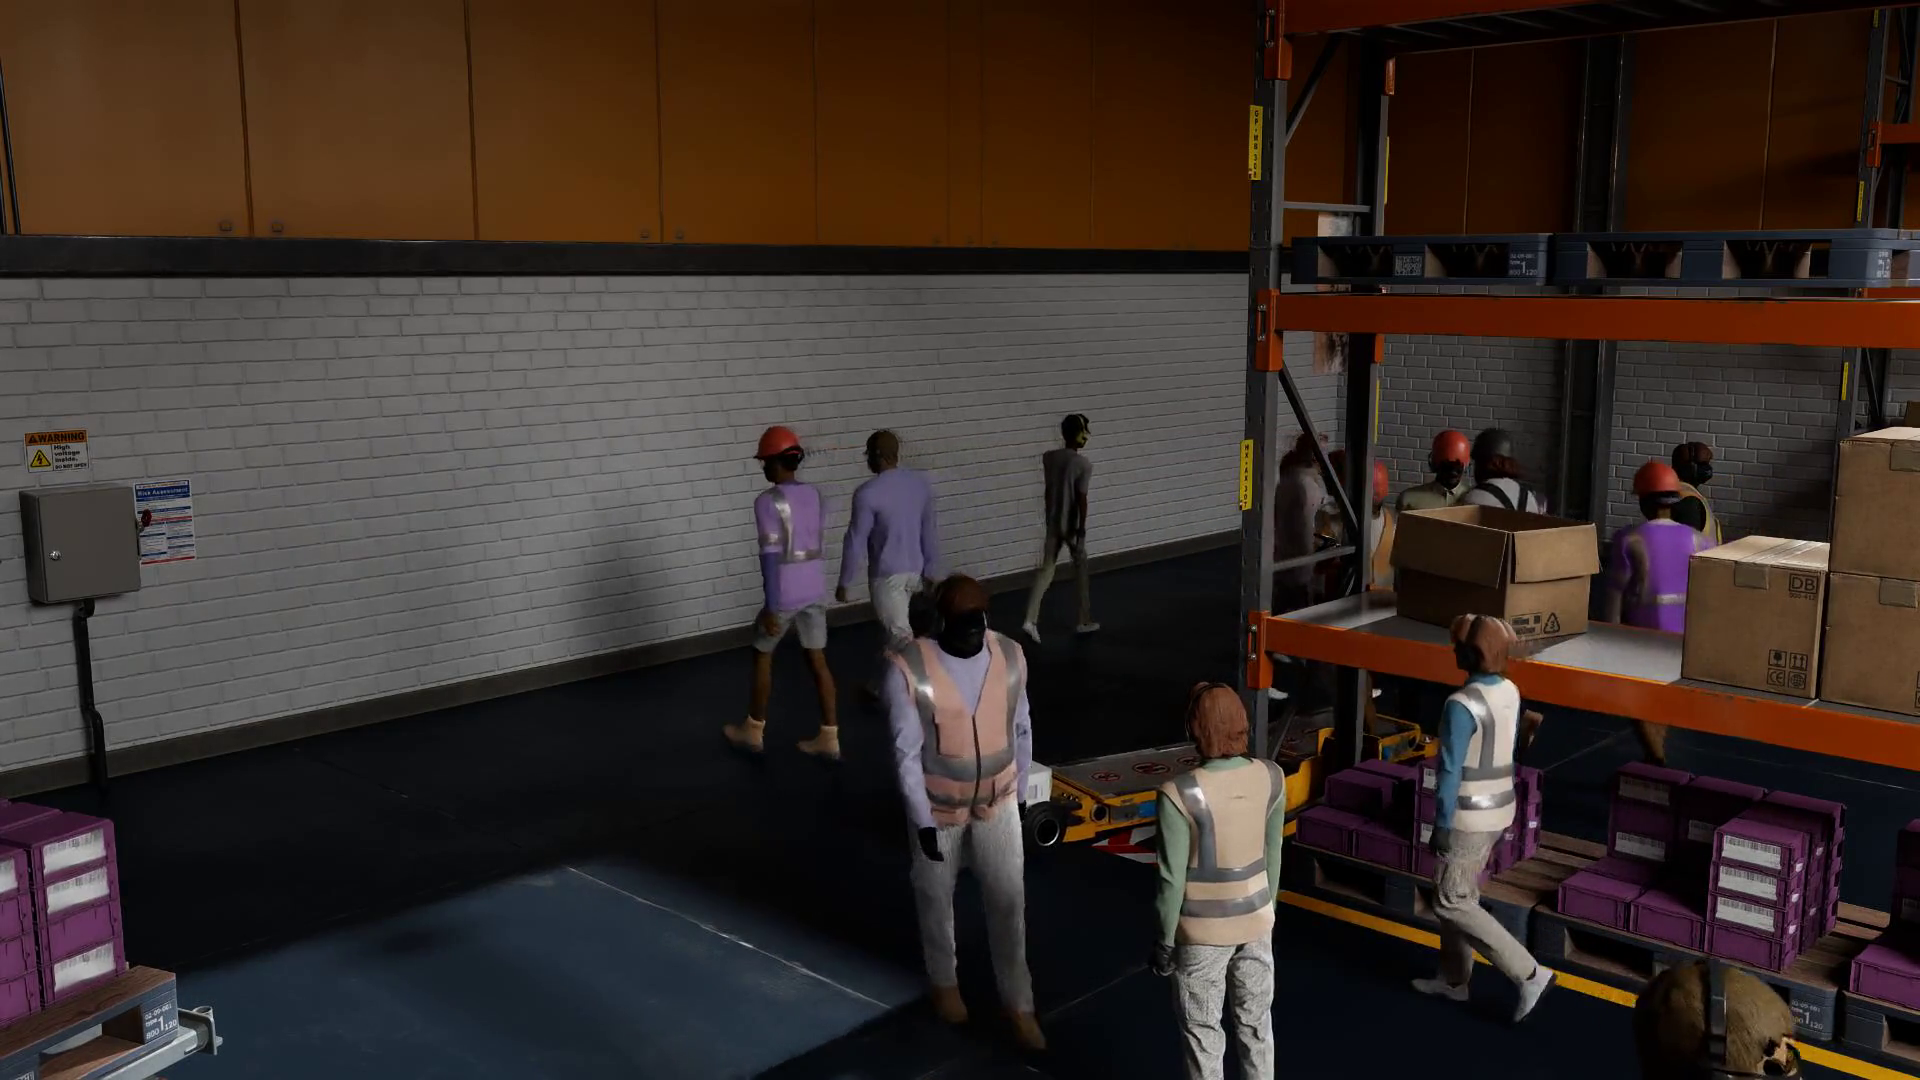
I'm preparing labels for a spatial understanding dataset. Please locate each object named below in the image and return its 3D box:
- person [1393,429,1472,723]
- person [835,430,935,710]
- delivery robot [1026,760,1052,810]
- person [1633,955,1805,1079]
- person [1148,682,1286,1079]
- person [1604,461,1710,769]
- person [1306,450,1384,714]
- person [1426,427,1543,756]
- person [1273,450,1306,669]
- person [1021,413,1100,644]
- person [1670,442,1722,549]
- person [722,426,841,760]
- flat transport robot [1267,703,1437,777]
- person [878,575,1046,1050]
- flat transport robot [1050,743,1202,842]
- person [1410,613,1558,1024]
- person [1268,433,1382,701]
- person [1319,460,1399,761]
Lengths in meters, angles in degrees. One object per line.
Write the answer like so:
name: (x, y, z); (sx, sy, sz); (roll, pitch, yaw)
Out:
person: (2.917, 0.320, 10.088); (0.611, 1.995, 0.376); (1, 9, 5)
person: (-0.526, 0.230, 10.904); (0.894, 1.900, 0.655); (8, 12, 40)
delivery robot: (0.105, 1.272, 8.372); (0.707, 0.478, 0.477); (-6, 11, -32)
person: (1.023, 1.573, 2.691); (0.802, 1.916, 0.630); (2, 10, 13)
person: (0.832, 1.268, 5.377); (0.515, 1.636, 0.315); (-5, 11, -30)
person: (3.818, 0.544, 9.015); (0.568, 1.908, 0.763); (-1, 9, -9)
person: (2.351, 0.374, 10.175); (0.603, 1.871, 0.483); (-7, 11, -35)
person: (3.237, 0.297, 10.093); (0.694, 2.000, 0.828); (-7, 11, -36)
person: (2.469, 0.151, 12.222); (0.596, 1.620, 0.552); (6, 11, 32)
person: (0.798, -0.096, 13.184); (0.528, 1.825, 0.966); (7, 11, 36)
person: (4.698, 0.280, 10.805); (0.429, 1.844, 0.622); (1, 9, 8)
person: (-1.105, 0.320, 10.066); (0.933, 1.999, 0.658); (6, 11, 34)
flat transport robot: (2.179, 1.216, 9.870); (1.431, 0.197, 0.652); (-7, 12, -37)
person: (0.031, 1.030, 6.310); (0.641, 1.805, 0.806); (-3, 10, -19)
flat transport robot: (0.975, 1.348, 9.056); (1.431, 0.197, 0.652); (-5, 11, -28)
person: (2.058, 1.092, 6.498); (0.551, 1.618, 0.517); (8, 12, 39)
person: (2.367, 0.201, 11.265); (0.908, 1.858, 0.660); (-1, 9, -7)
person: (2.394, 0.440, 9.772); (0.593, 1.876, 0.988); (-2, 9, -9)
